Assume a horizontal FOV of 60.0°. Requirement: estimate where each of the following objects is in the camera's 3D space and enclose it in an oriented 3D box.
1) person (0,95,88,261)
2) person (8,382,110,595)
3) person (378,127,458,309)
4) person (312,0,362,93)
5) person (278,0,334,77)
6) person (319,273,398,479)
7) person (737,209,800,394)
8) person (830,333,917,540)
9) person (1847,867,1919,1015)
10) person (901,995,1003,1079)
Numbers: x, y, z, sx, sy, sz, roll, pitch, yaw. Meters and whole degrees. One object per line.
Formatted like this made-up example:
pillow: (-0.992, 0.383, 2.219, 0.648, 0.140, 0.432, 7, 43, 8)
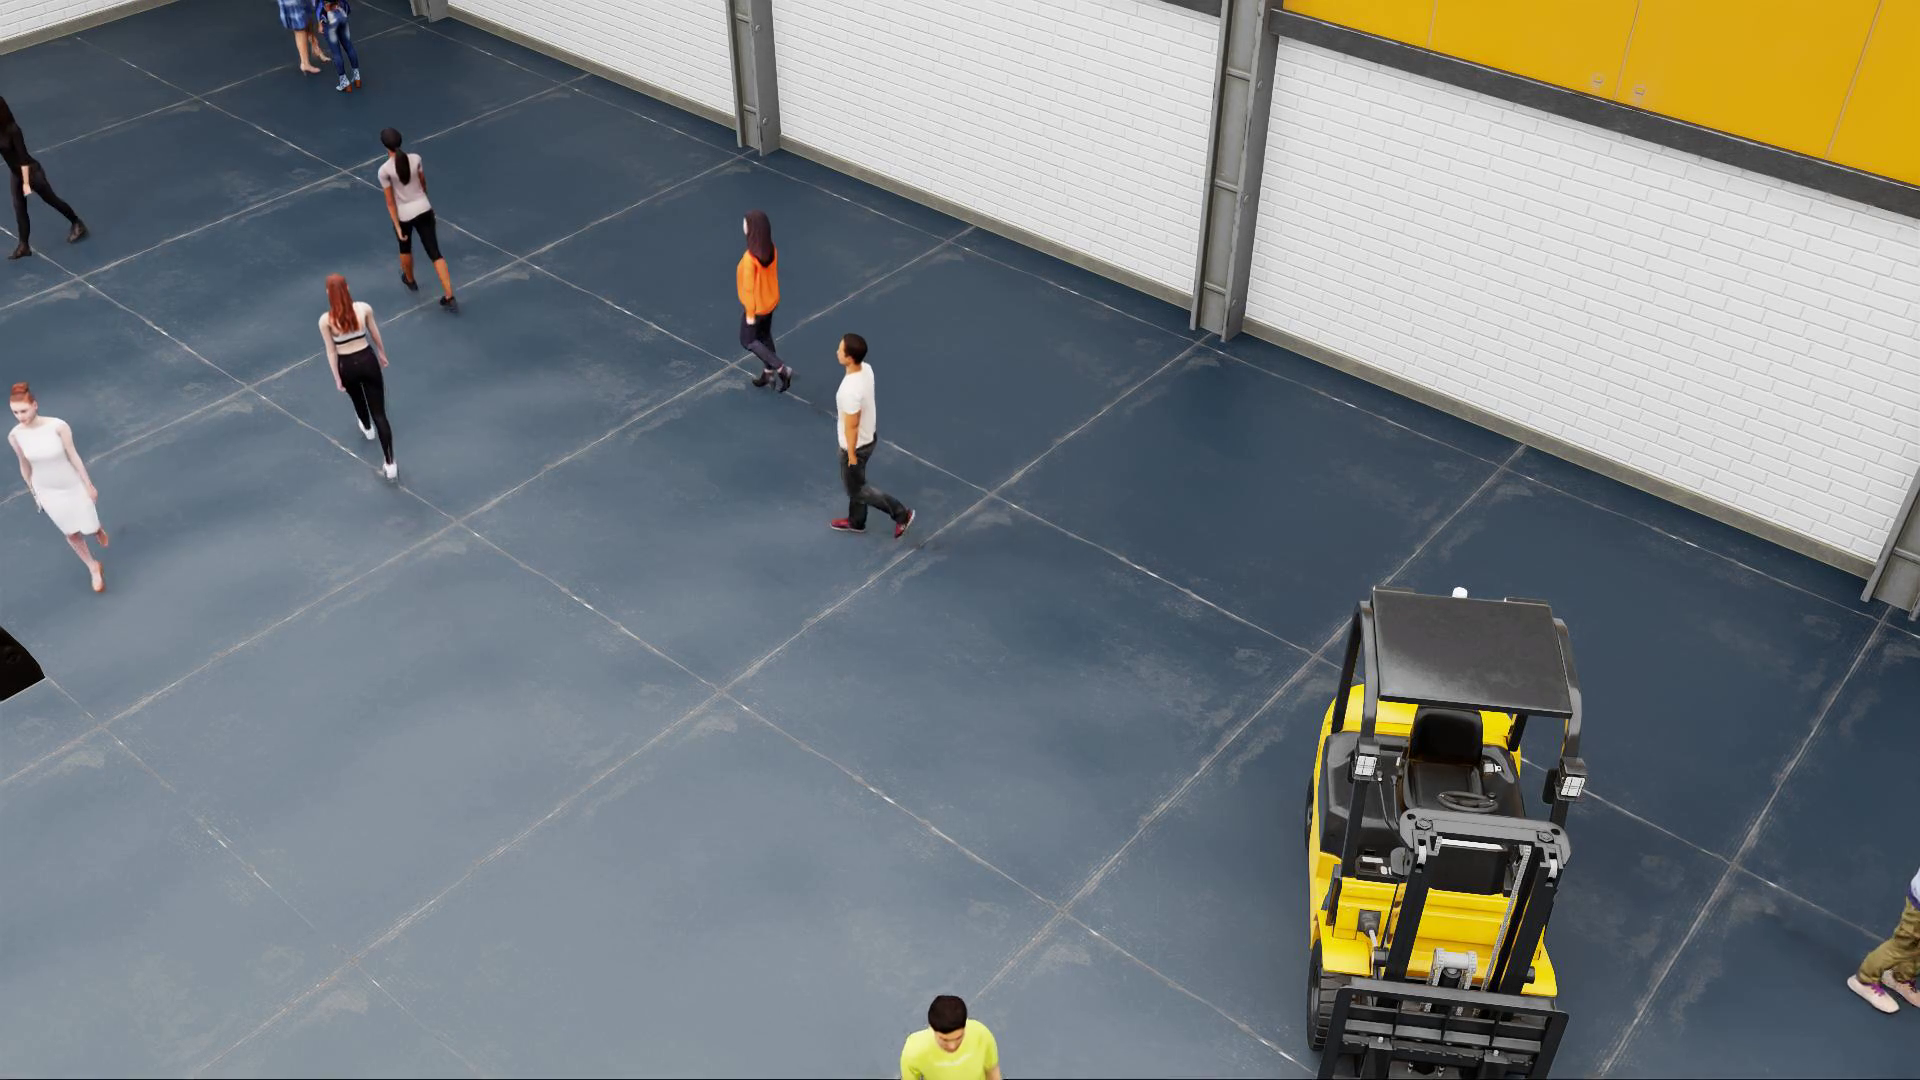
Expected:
person: (-8.985, -3.568, 16.153, 1.055, 1.604, 0.796, 19, 42, 22)
person: (-6.478, -0.402, 12.050, 0.793, 1.778, 0.889, -11, 40, -13)
person: (-4.967, -2.914, 15.253, 0.759, 1.706, 1.187, -27, 46, -30)
person: (-7.212, -5.983, 19.157, 0.562, 1.629, 0.617, 24, 44, 27)
person: (-7.842, -6.293, 19.416, 0.890, 1.791, 0.794, -23, 44, -26)
person: (-4.731, -1.277, 13.215, 0.902, 1.691, 1.280, -20, 43, -23)
person: (-1.614, -1.967, 14.042, 0.841, 1.737, 0.757, 12, 40, 15)
person: (-0.682, -0.742, 12.465, 1.060, 1.791, 0.923, 6, 39, 8)
person: (5.290, 1.924, 9.123, 0.744, 1.796, 0.717, -28, 46, -31)
person: (-0.061, 2.719, 8.232, 0.935, 1.664, 1.164, -15, 41, -18)
